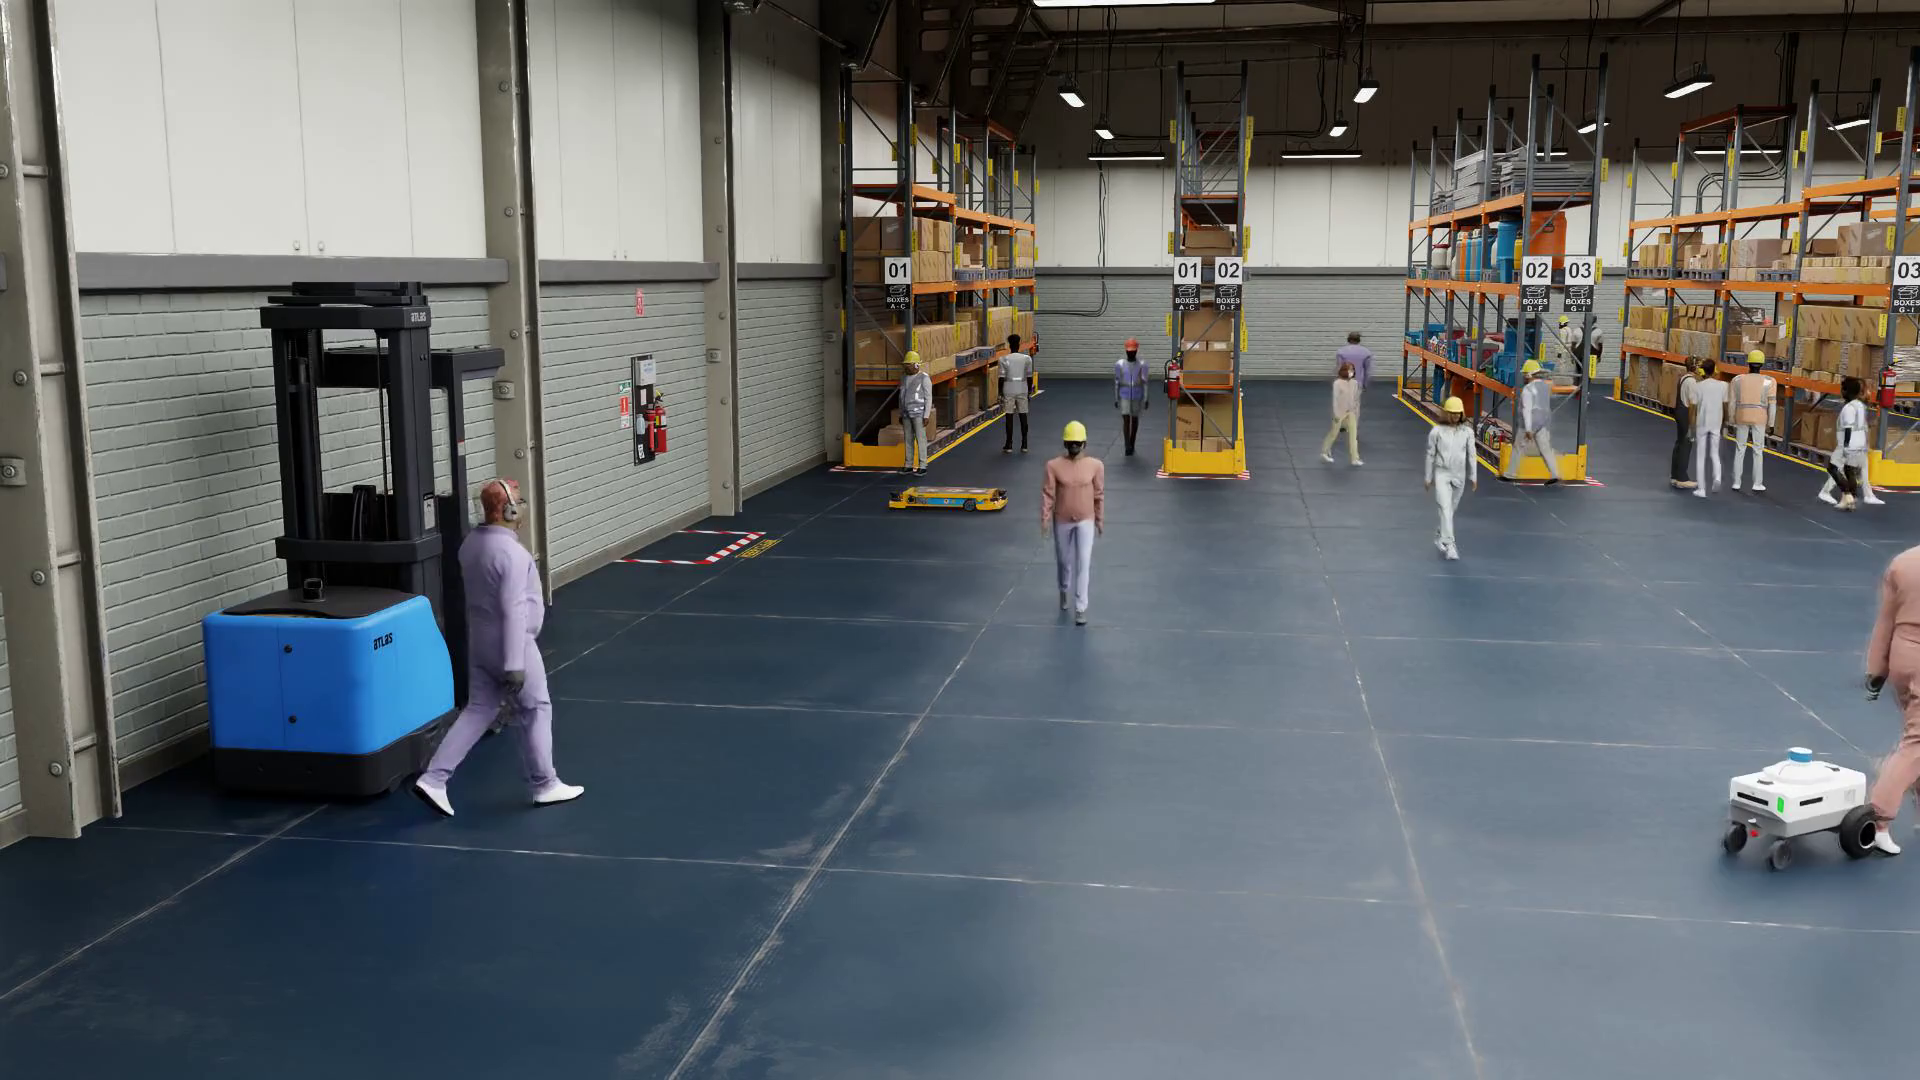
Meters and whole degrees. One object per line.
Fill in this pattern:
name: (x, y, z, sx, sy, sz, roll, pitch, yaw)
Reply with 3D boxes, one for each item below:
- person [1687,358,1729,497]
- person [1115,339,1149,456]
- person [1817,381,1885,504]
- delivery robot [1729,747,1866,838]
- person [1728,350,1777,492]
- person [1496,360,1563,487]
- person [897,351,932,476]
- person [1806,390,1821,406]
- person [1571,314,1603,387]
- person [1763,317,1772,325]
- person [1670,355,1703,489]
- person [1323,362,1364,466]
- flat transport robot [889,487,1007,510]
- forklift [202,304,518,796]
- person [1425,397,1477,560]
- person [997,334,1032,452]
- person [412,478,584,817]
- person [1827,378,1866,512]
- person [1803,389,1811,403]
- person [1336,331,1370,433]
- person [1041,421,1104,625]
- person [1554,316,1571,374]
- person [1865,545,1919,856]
person: (9.955, -1.488, 22.149, 0.524, 1.845, 0.513, 2, 9, 10)
person: (2.835, -2.383, 27.510, 0.555, 1.903, 0.962, 0, 9, 3)
person: (11.574, -1.251, 21.527, 0.833, 1.605, 0.506, 3, 10, 17)
delivery robot: (4.344, 1.321, 8.628, 0.707, 0.478, 0.477, -5, 10, -27)
person: (10.841, -1.632, 22.772, 0.594, 1.926, 0.370, 6, 11, 34)
person: (8.027, -1.629, 23.250, 0.584, 1.785, 0.956, -7, 11, -35)
person: (-0.688, -1.860, 24.475, 0.601, 1.830, 0.403, 8, 12, 42)
person: (16.635, -3.192, 32.362, 0.594, 1.950, 1.020, -1, 9, -8)
person: (14.943, -4.393, 39.592, 0.702, 2.000, 0.912, 6, 11, 31)
person: (16.926, -3.679, 35.052, 0.614, 2.040, 0.390, 1, 9, 6)
person: (10.140, -1.656, 23.179, 0.329, 1.844, 0.509, 1, 9, 6)
person: (5.988, -1.989, 26.004, 0.513, 1.593, 0.839, -5, 10, -26)
flat transport robot: (-0.145, -0.540, 21.271, 1.431, 0.197, 0.652, 1, 9, 9)
forklift: (-3.673, -0.038, 10.147, 1.129, 2.768, 1.873, 1, 9, 9)
person: (5.189, -0.677, 17.609, 0.499, 1.693, 0.935, -1, 9, -4)
person: (0.909, -2.447, 27.692, 0.608, 1.963, 0.371, -2, 9, -13)
person: (-2.595, 0.597, 9.201, 0.907, 1.883, 0.646, -8, 12, -42)
person: (11.115, -1.188, 20.828, 0.375, 1.676, 0.532, 9, 13, 44)
person: (19.488, -4.092, 37.943, 0.641, 1.942, 0.984, 3, 10, 17)
person: (7.175, -2.880, 30.522, 0.654, 1.910, 0.771, 0, 9, -1)
person: (0.984, -0.190, 14.495, 0.537, 1.733, 0.867, 1, 9, 3)
person: (15.788, -4.960, 43.598, 0.404, 1.830, 0.601, 6, 11, 34)
person: (5.034, 0.696, 8.662, 0.962, 1.866, 0.650, -3, 10, -18)
